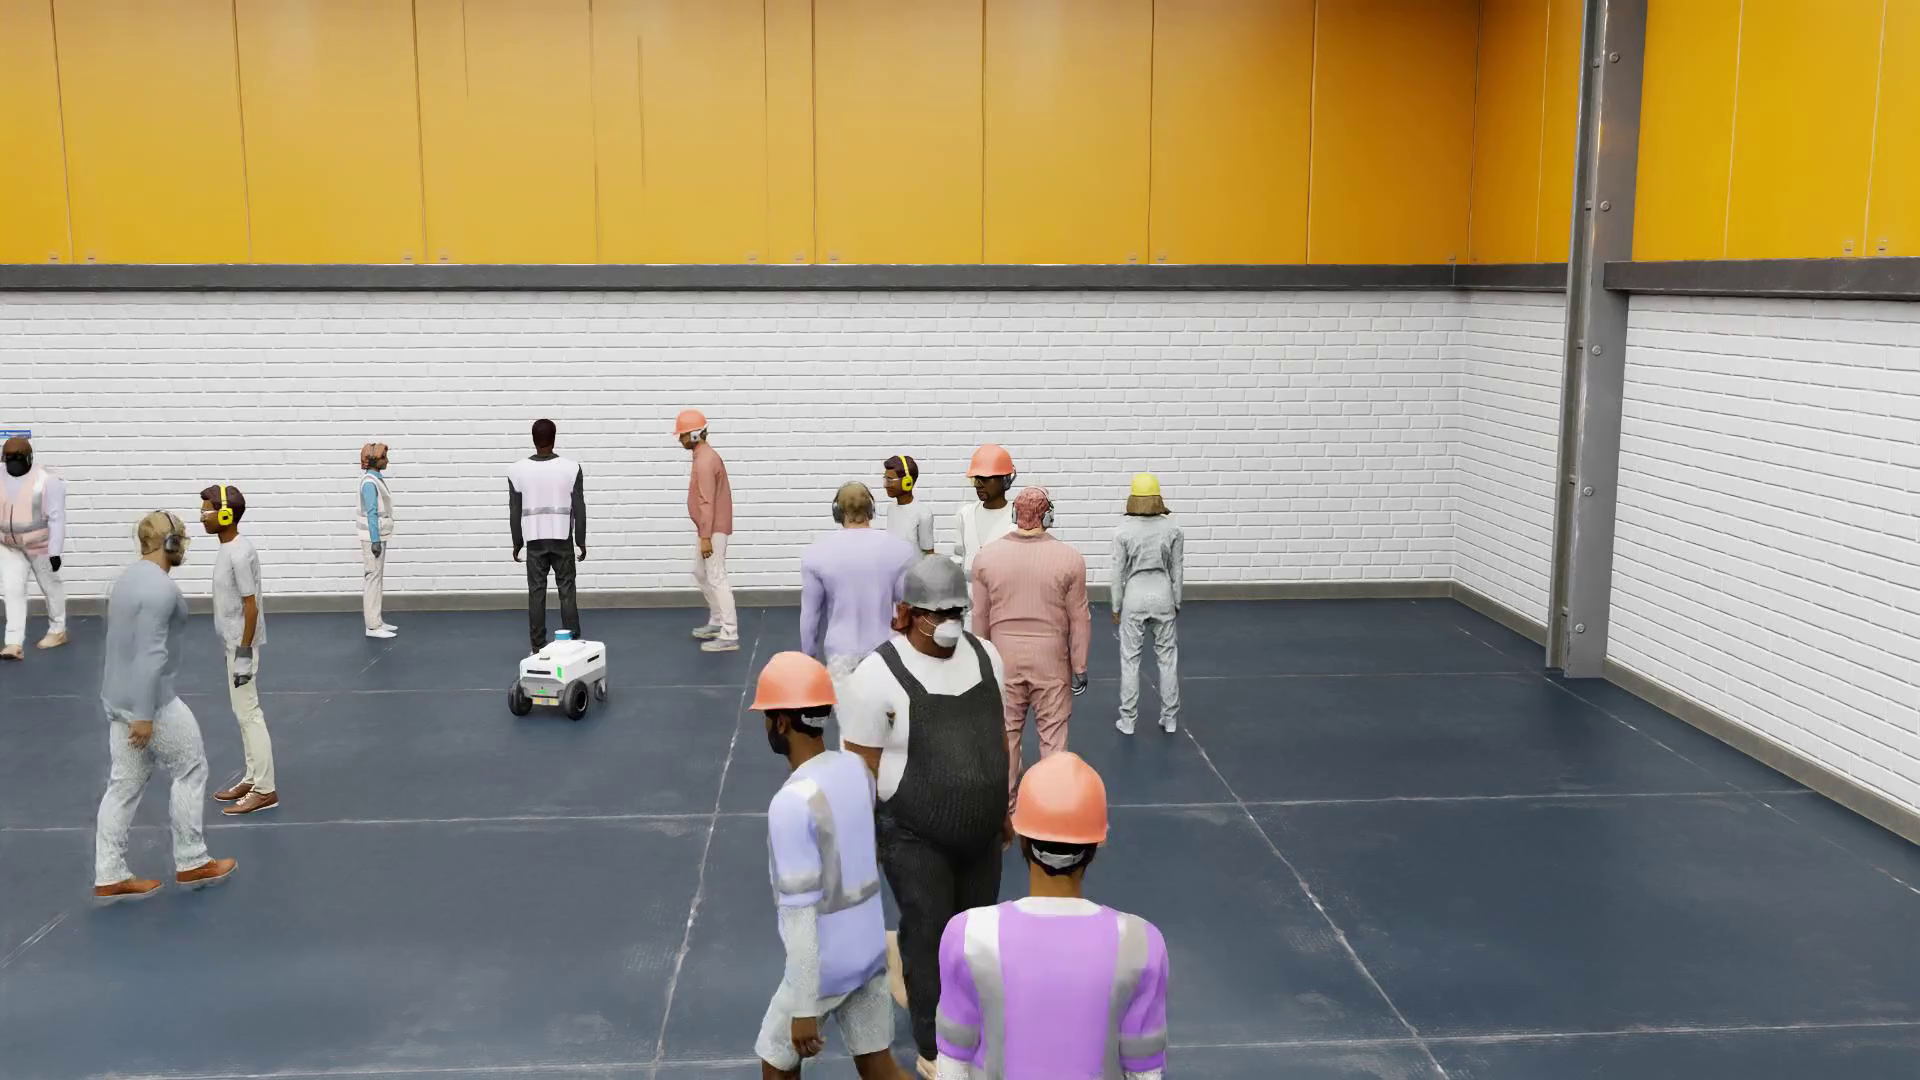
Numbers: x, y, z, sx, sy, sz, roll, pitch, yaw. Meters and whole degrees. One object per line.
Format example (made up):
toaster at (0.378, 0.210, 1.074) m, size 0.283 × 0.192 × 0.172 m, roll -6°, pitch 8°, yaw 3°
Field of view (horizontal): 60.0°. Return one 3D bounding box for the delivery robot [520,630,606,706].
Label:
delivery robot at (-2.763, 0.872, 11.597) m, size 0.477 × 0.478 × 0.707 m, roll 2°, pitch 9°, yaw 14°

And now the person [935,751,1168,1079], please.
person at (0.216, 1.465, 3.890) m, size 0.550 × 1.920 × 0.678 m, roll -1°, pitch 9°, yaw -4°

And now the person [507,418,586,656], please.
person at (-3.234, 0.005, 13.081) m, size 0.587 × 1.916 × 0.392 m, roll -1°, pitch 9°, yaw -8°

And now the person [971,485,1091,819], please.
person at (0.391, 0.652, 9.043) m, size 0.652 × 1.906 × 0.402 m, roll 2°, pitch 9°, yaw 14°

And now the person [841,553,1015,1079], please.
person at (-0.131, 1.011, 6.367) m, size 0.684 × 2.000 × 0.773 m, roll -7°, pitch 11°, yaw -36°

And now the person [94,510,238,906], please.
person at (-3.952, 0.806, 8.147) m, size 0.780 × 1.880 × 0.653 m, roll -9°, pitch 13°, yaw -44°

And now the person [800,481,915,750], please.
person at (-0.576, 0.617, 9.284) m, size 0.648 × 1.897 × 0.926 m, roll -2°, pitch 9°, yaw -11°

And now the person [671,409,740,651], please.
person at (-2.068, -0.082, 13.486) m, size 0.496 × 1.965 × 0.646 m, roll -2°, pitch 9°, yaw -9°

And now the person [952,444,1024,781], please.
person at (0.189, 0.444, 9.915) m, size 0.605 × 2.045 × 0.378 m, roll 6°, pitch 11°, yaw 35°

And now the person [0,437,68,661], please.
person at (-7.406, 0.057, 13.219) m, size 0.634 × 1.765 × 0.995 m, roll -1°, pitch 9°, yaw -4°

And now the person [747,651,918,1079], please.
person at (-0.340, 1.290, 5.139) m, size 0.971 × 1.888 × 0.594 m, roll 4°, pitch 10°, yaw 24°

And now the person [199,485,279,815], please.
person at (-4.093, 0.612, 9.408) m, size 0.311 × 1.869 × 0.532 m, roll -5°, pitch 10°, yaw -29°

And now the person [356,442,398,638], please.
person at (-4.905, -0.001, 13.980) m, size 0.313 × 1.639 × 0.517 m, roll -2°, pitch 9°, yaw -14°

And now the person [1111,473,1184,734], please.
person at (1.238, 0.420, 11.038) m, size 0.488 × 1.739 × 0.317 m, roll -1°, pitch 9°, yaw -5°

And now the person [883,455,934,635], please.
person at (-0.359, 0.367, 10.965) m, size 0.310 × 1.864 × 0.532 m, roll -6°, pitch 11°, yaw -35°
